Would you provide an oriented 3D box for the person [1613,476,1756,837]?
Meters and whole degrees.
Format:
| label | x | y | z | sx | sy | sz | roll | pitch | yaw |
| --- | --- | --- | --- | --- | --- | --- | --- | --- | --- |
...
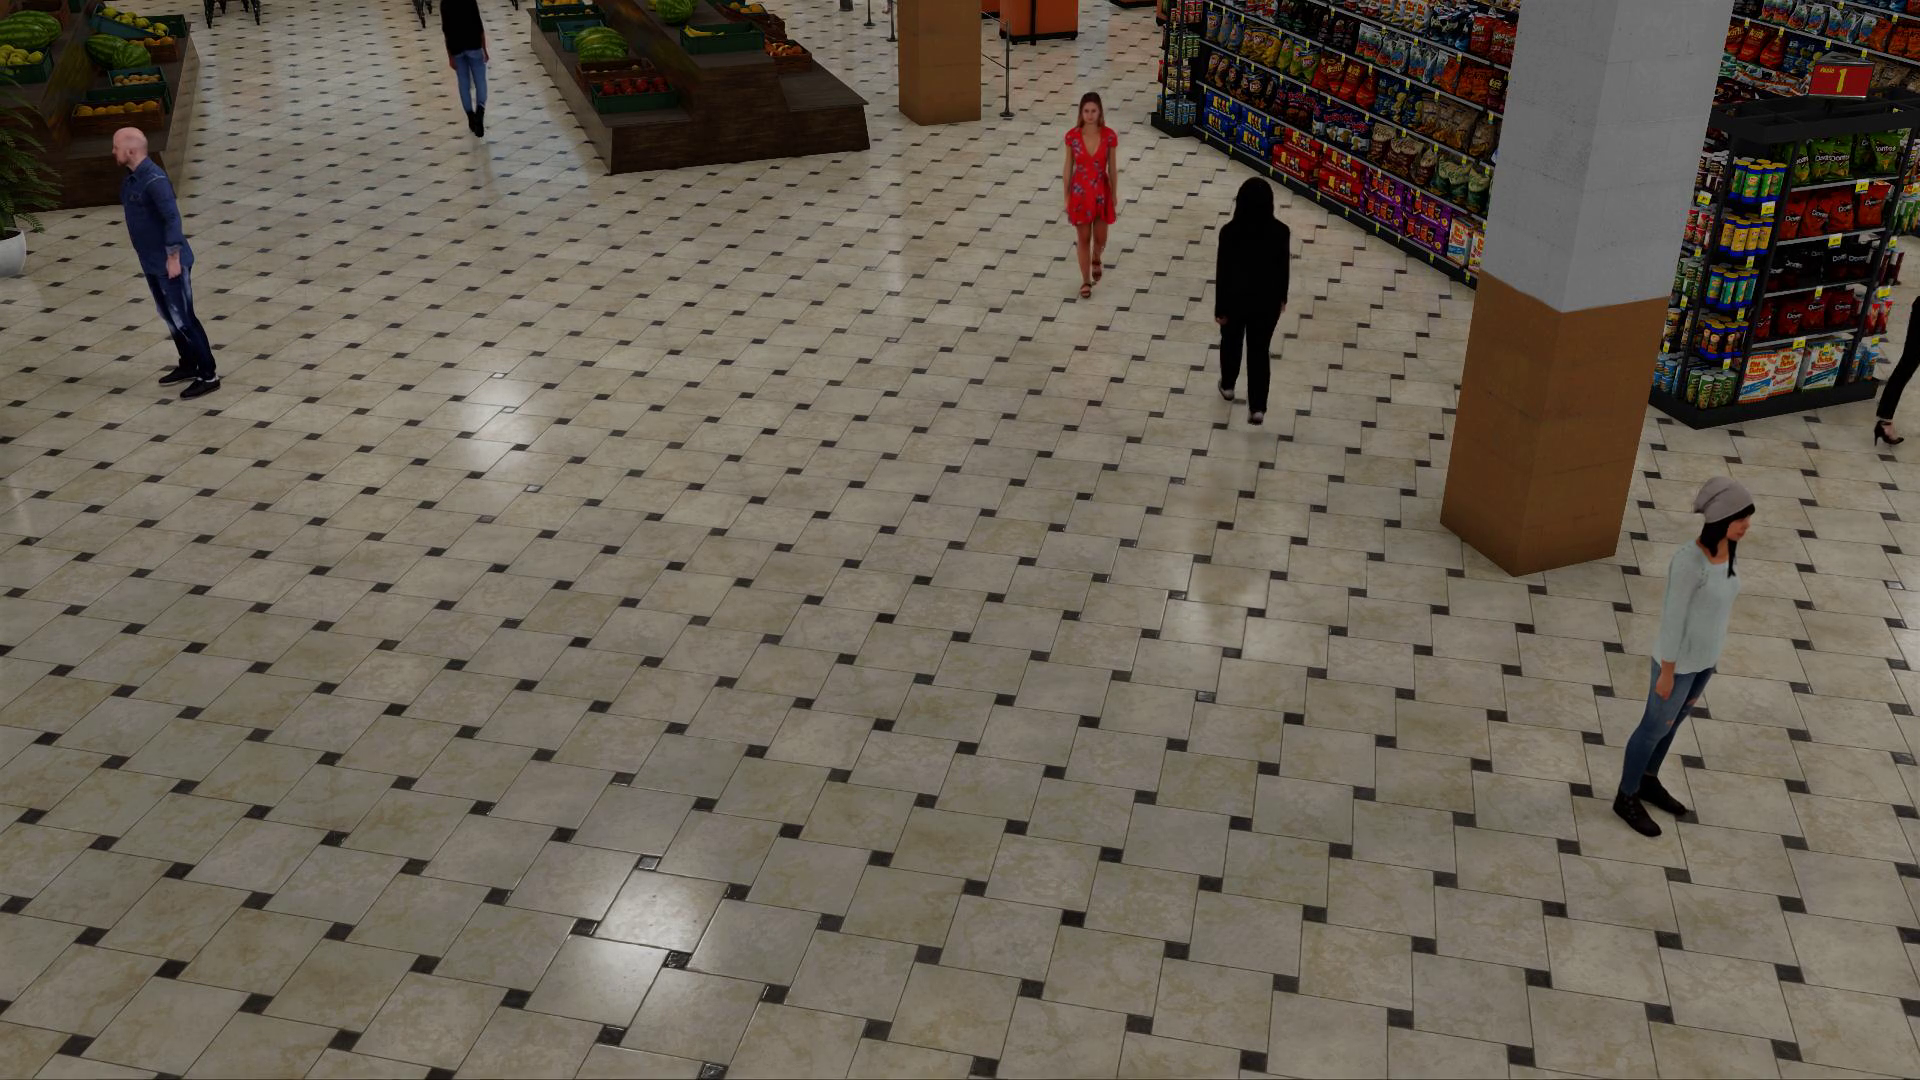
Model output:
| label | x | y | z | sx | sy | sz | roll | pitch | yaw |
| --- | --- | --- | --- | --- | --- | --- | --- | --- | --- |
| person | 3.056 | 0.475 | 7.005 | 0.632 | 1.647 | 0.601 | -23 | 36 | -35 |

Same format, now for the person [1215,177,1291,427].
| label | x | y | z | sx | sy | sz | roll | pitch | yaw |
| --- | --- | --- | --- | --- | --- | --- | --- | --- | --- |
| person | 1.871 | -1.480 | 10.658 | 0.891 | 1.577 | 1.196 | -1 | 29 | -1 |

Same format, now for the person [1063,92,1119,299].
| label | x | y | z | sx | sy | sz | roll | pitch | yaw |
| --- | --- | --- | --- | --- | --- | --- | --- | --- | --- |
| person | 1.014 | -2.679 | 12.850 | 0.734 | 1.582 | 0.813 | 3 | 29 | 6 |

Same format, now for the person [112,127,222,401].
| label | x | y | z | sx | sy | sz | roll | pitch | yaw |
| --- | --- | --- | --- | --- | --- | --- | --- | --- | --- |
| person | -5.306 | -1.850 | 11.078 | 0.856 | 1.824 | 0.684 | -25 | 37 | -38 |

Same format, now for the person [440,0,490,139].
| label | x | y | z | sx | sy | sz | roll | pitch | yaw |
| --- | --- | --- | --- | --- | --- | --- | --- | --- | --- |
| person | -4.983 | -4.909 | 16.841 | 0.679 | 1.671 | 1.081 | -6 | 29 | -10 |
